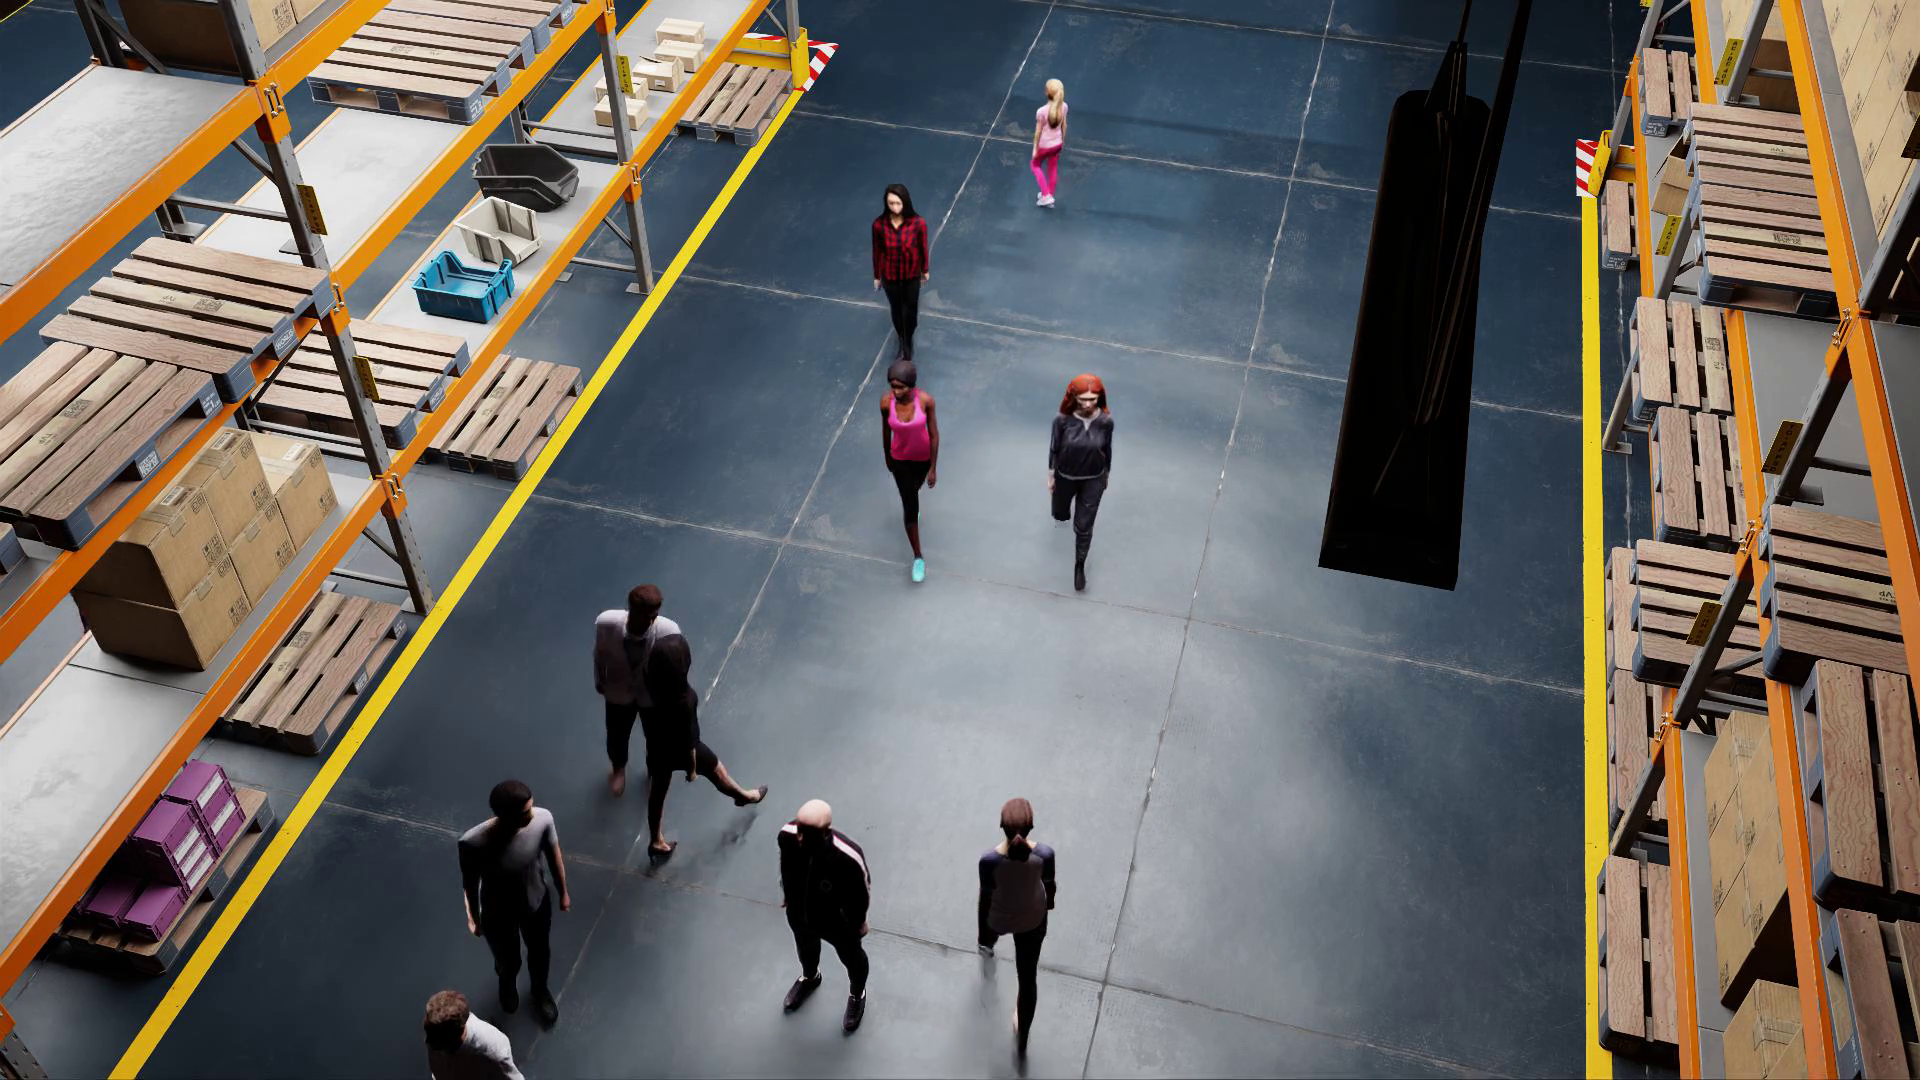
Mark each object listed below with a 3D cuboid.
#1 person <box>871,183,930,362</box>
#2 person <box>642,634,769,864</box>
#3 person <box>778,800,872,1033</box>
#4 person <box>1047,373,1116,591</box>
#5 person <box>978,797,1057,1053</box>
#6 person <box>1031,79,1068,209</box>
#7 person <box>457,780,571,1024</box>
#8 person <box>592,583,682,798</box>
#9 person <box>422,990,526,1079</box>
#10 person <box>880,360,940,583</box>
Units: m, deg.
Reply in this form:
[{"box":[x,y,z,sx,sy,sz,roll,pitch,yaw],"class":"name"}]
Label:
[{"box":[-0.477,-2.189,13.356,0.646,1.646,0.620,2,44,2],"class":"person"},{"box":[-1.715,1.262,9.646,0.919,1.767,1.149,32,52,29],"class":"person"},{"box":[-0.713,1.961,8.862,0.711,1.836,0.634,18,47,18],"class":"person"},{"box":[0.817,-0.488,11.484,0.710,1.766,0.995,1,44,1],"class":"person"},{"box":[0.292,2.078,8.824,0.807,1.719,1.173,-2,44,-2],"class":"person"},{"box":[0.837,-3.566,15.077,0.620,1.267,0.678,-20,47,-20],"class":"person"},{"box":[-2.380,1.902,8.917,0.860,1.846,0.928,-16,46,-16],"class":"person"},{"box":[-1.948,0.881,10.019,0.815,1.804,0.675,12,45,12],"class":"person"},{"box":[-2.265,2.661,8.171,0.913,1.776,1.270,24,48,23],"class":"person"},{"box":[-0.325,-0.634,11.705,0.841,1.672,1.207,-4,44,-4],"class":"person"}]
